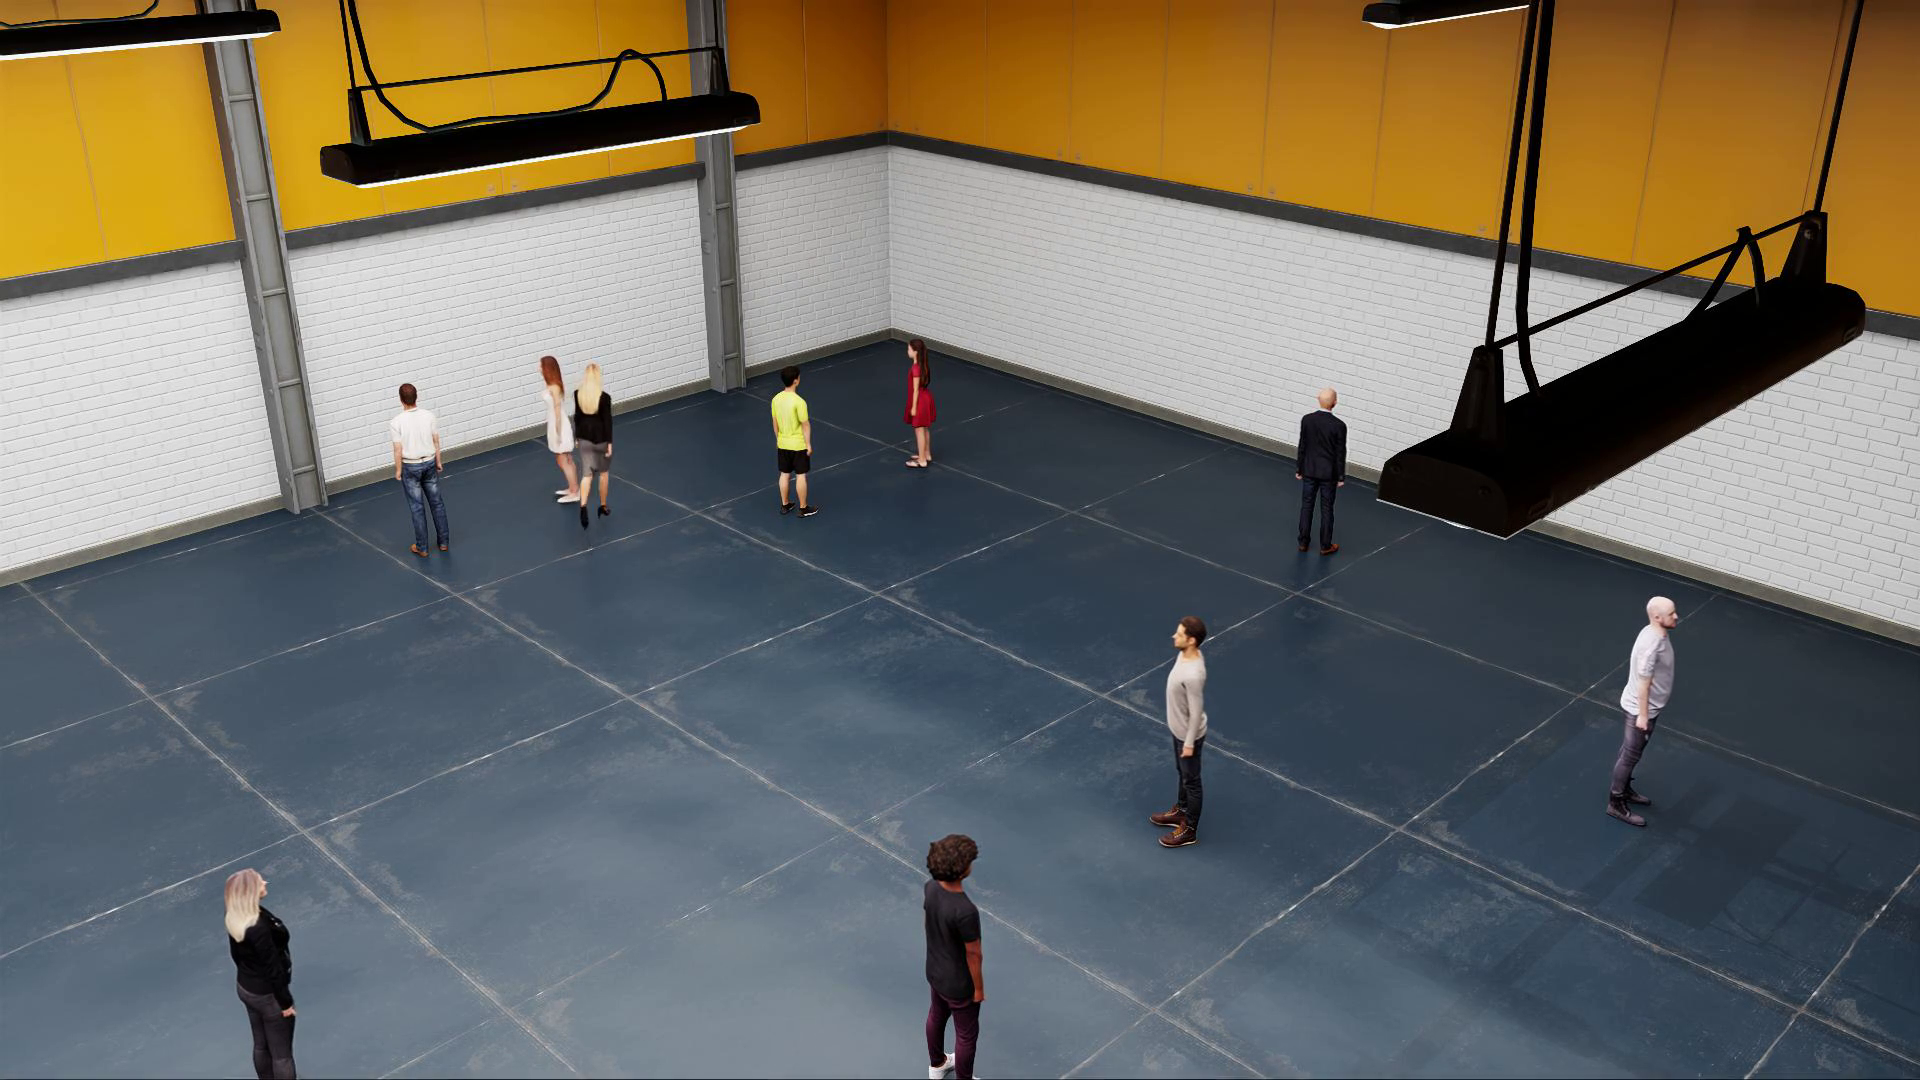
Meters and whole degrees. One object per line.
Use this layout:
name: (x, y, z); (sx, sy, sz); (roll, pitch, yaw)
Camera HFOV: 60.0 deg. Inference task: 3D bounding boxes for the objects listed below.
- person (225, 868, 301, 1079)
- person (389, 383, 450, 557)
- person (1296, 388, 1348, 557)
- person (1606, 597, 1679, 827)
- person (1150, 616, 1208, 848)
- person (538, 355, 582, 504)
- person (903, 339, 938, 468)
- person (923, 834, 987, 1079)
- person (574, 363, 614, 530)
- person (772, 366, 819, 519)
person: (-4.078, 2.663, 9.751); (0.616, 1.685, 0.554); (19, 30, 36)
person: (-5.632, -0.745, 17.334); (0.528, 1.856, 0.740); (-18, 30, -36)
person: (3.758, -0.719, 17.344); (0.725, 1.800, 0.663); (14, 27, 29)
person: (5.236, 1.267, 12.761); (0.778, 1.832, 0.620); (13, 27, 27)
person: (1.698, 1.411, 12.387); (0.787, 1.868, 0.740); (-1, 24, -3)
person: (-4.477, -1.257, 18.695); (0.672, 1.704, 0.657); (-7, 25, -17)
person: (-0.469, -1.640, 19.761); (0.735, 1.551, 0.674); (5, 24, 11)
person: (-0.036, 2.536, 9.917); (0.601, 1.784, 0.646); (-18, 29, -35)
person: (-3.943, -0.957, 17.874); (1.021, 1.812, 1.174); (3, 24, 7)
person: (-1.841, -1.086, 18.298); (0.671, 1.709, 0.623); (13, 27, 27)
